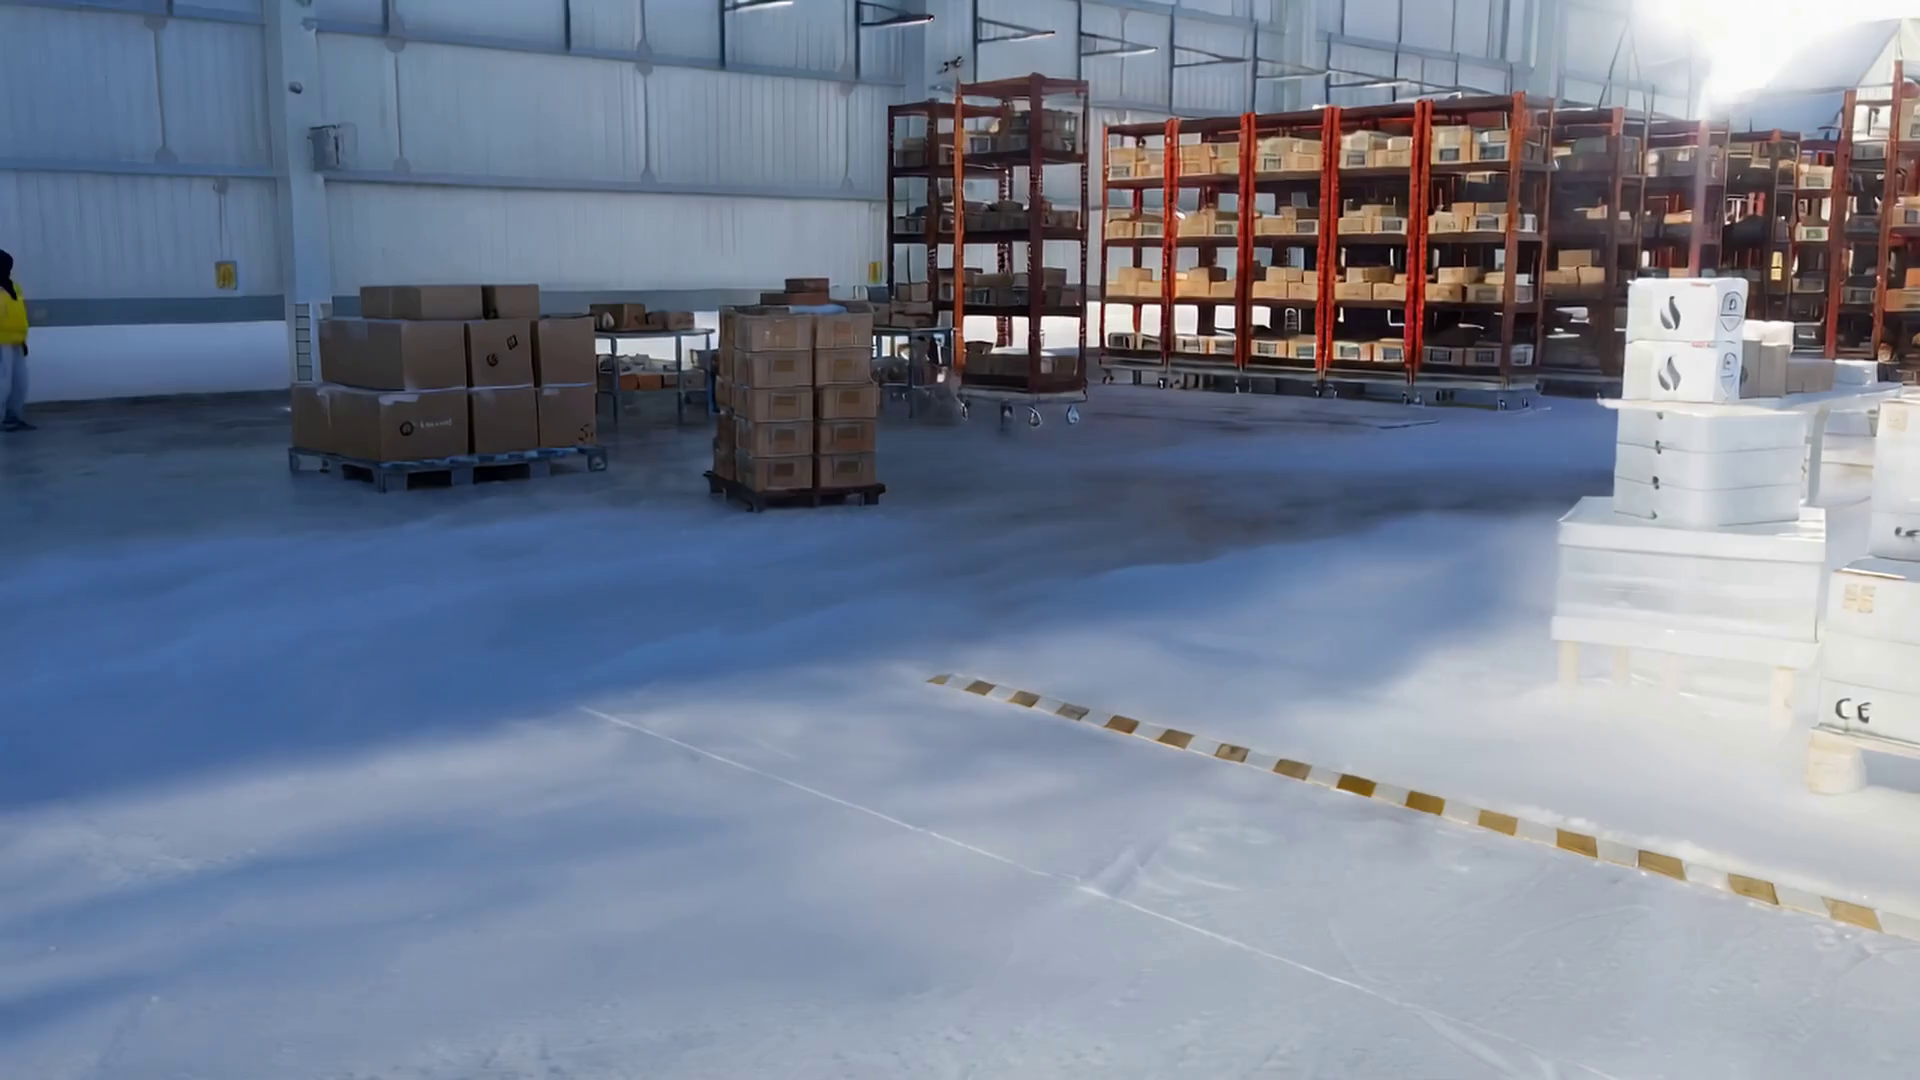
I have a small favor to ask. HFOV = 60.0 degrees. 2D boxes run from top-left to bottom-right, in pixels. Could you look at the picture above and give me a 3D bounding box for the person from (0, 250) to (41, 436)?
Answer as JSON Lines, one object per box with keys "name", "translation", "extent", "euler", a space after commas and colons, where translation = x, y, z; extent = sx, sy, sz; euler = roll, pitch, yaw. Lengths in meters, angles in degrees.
{"name": "person", "translation": [-9.413, -1.929, 16.377], "extent": [0.429, 1.830, 0.642], "euler": [0, 9, 1]}
